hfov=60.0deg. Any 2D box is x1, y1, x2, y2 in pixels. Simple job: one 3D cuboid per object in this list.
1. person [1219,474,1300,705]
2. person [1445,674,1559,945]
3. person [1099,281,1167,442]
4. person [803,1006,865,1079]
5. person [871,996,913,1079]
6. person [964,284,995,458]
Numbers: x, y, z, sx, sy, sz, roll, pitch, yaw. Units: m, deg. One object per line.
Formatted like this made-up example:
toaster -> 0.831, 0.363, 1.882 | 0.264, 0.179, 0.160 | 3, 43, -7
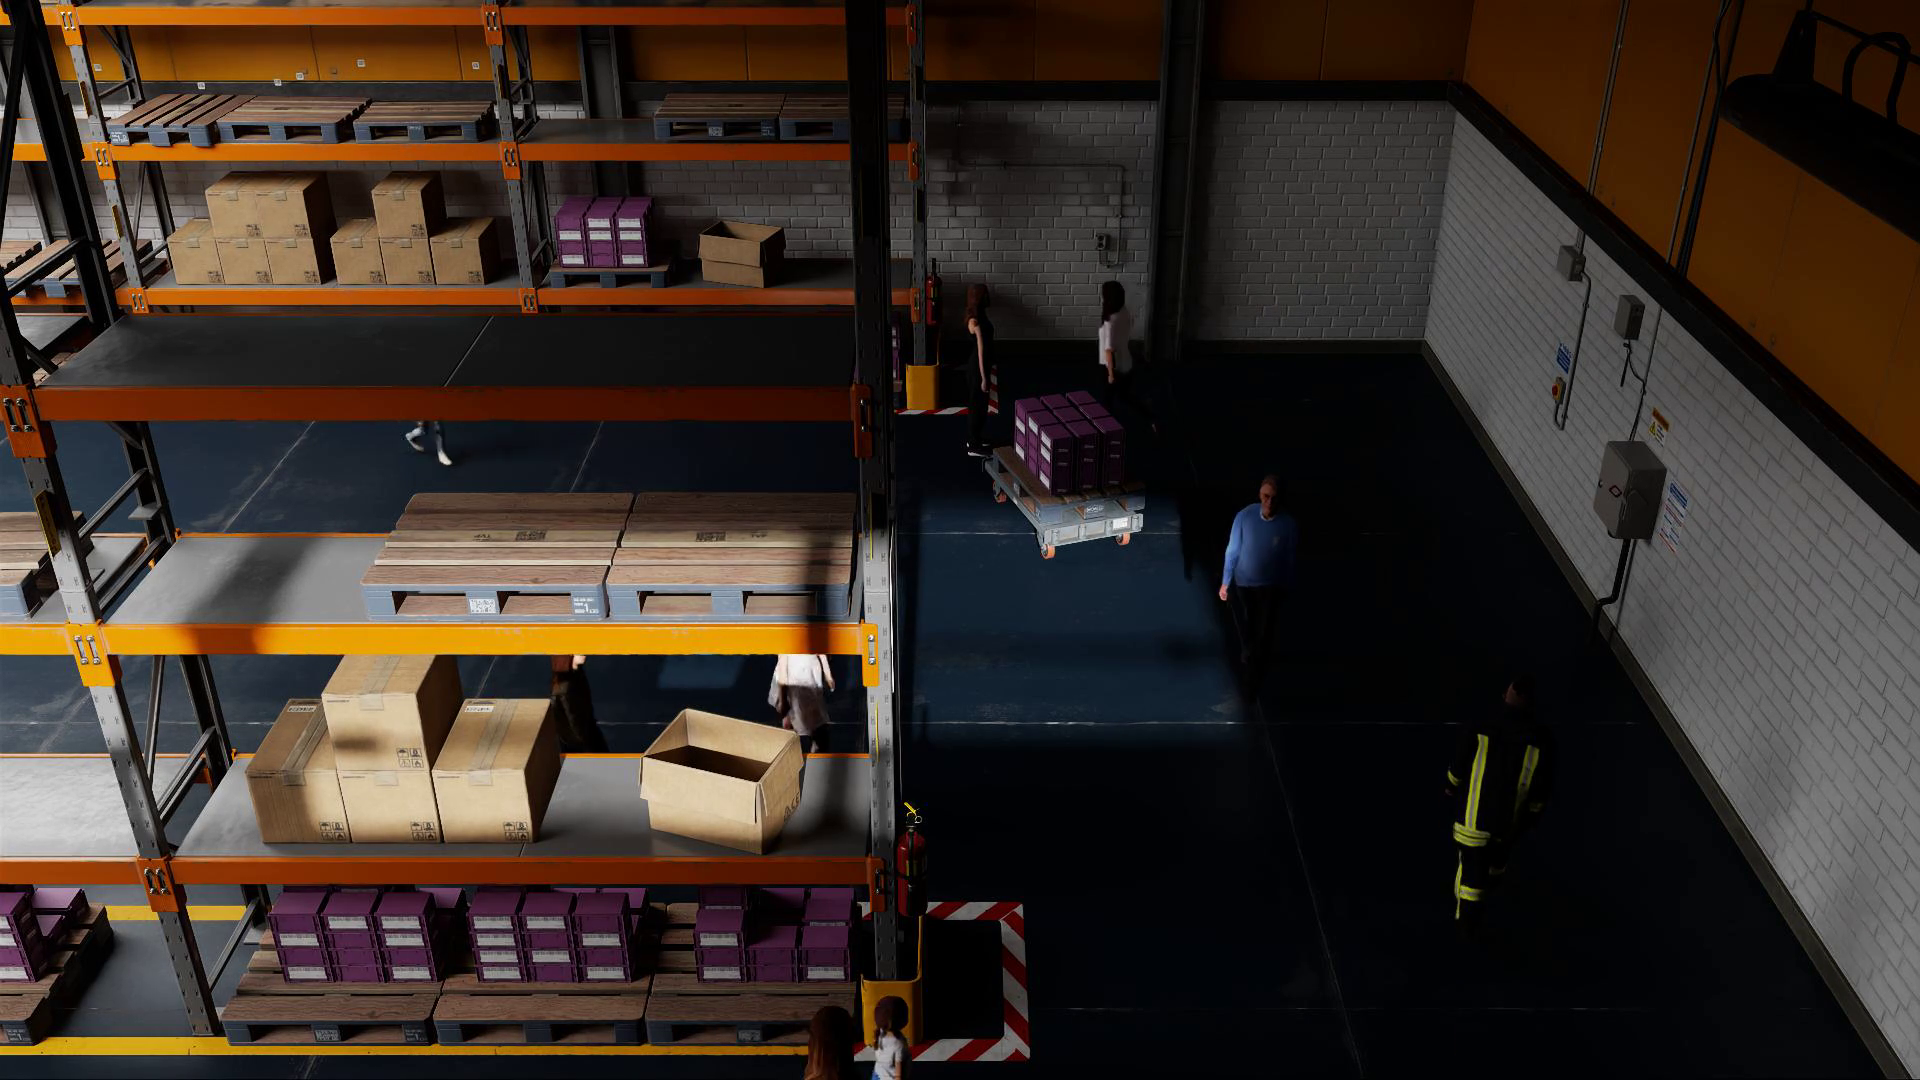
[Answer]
person -> 2.288, 0.270, 12.665 | 1.197, 1.772, 1.033 | 11, 31, 20
person -> 3.234, 1.635, 10.104 | 1.132, 1.829, 0.968 | 6, 29, 11
person -> 1.620, -1.641, 16.168 | 1.081, 1.772, 0.872 | 12, 31, 20
person -> -0.682, 2.891, 7.953 | 0.989, 1.683, 0.685 | 5, 29, 10
person -> -0.402, 2.829, 8.770 | 0.612, 1.010, 0.542 | -18, 34, -30
person -> 0.180, -1.671, 16.249 | 0.504, 1.748, 0.580 | 0, 29, 0
